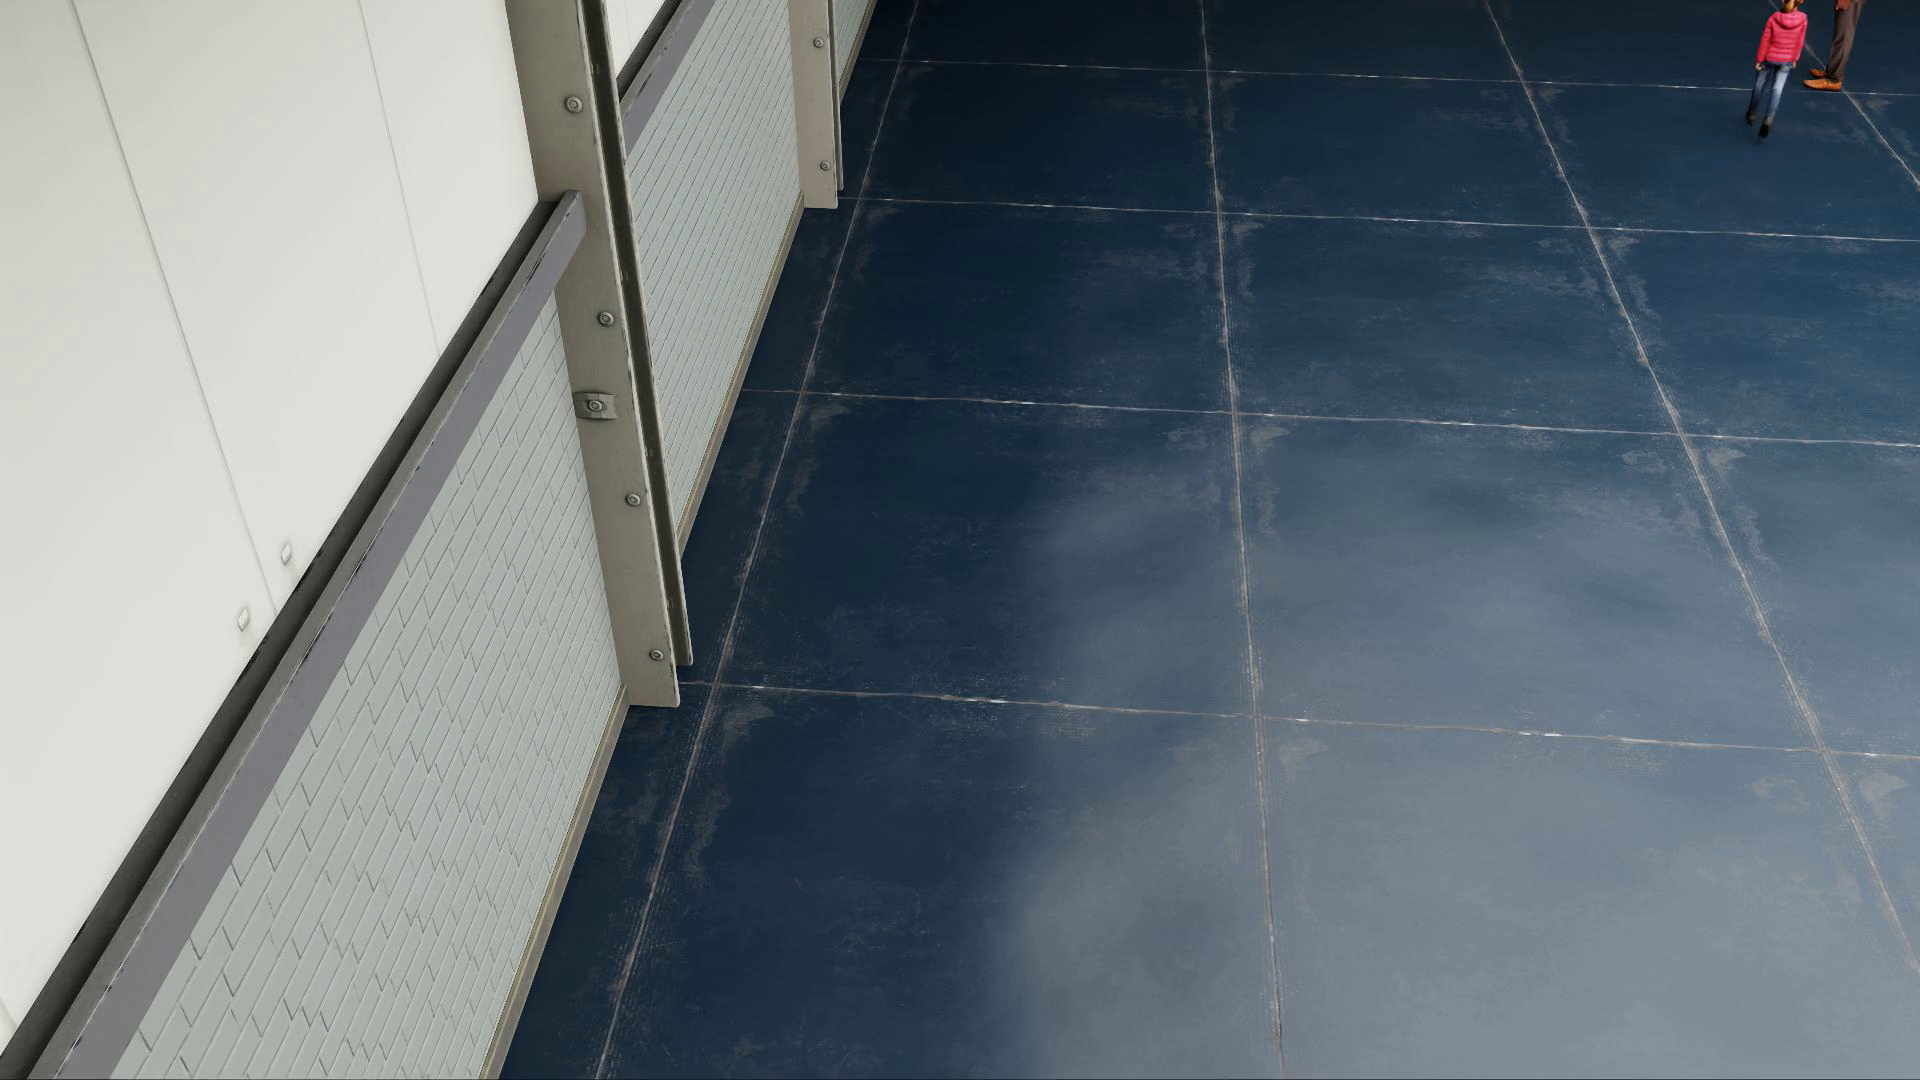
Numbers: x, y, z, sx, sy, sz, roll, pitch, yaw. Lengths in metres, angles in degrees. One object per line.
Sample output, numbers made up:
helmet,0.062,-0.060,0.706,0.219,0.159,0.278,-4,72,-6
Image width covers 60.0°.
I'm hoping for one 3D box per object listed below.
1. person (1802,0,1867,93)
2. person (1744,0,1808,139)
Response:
person,8.253,-5.094,15.278,0.848,1.907,0.724,23,43,26
person,7.188,-4.187,14.614,0.666,1.297,0.912,13,40,17
